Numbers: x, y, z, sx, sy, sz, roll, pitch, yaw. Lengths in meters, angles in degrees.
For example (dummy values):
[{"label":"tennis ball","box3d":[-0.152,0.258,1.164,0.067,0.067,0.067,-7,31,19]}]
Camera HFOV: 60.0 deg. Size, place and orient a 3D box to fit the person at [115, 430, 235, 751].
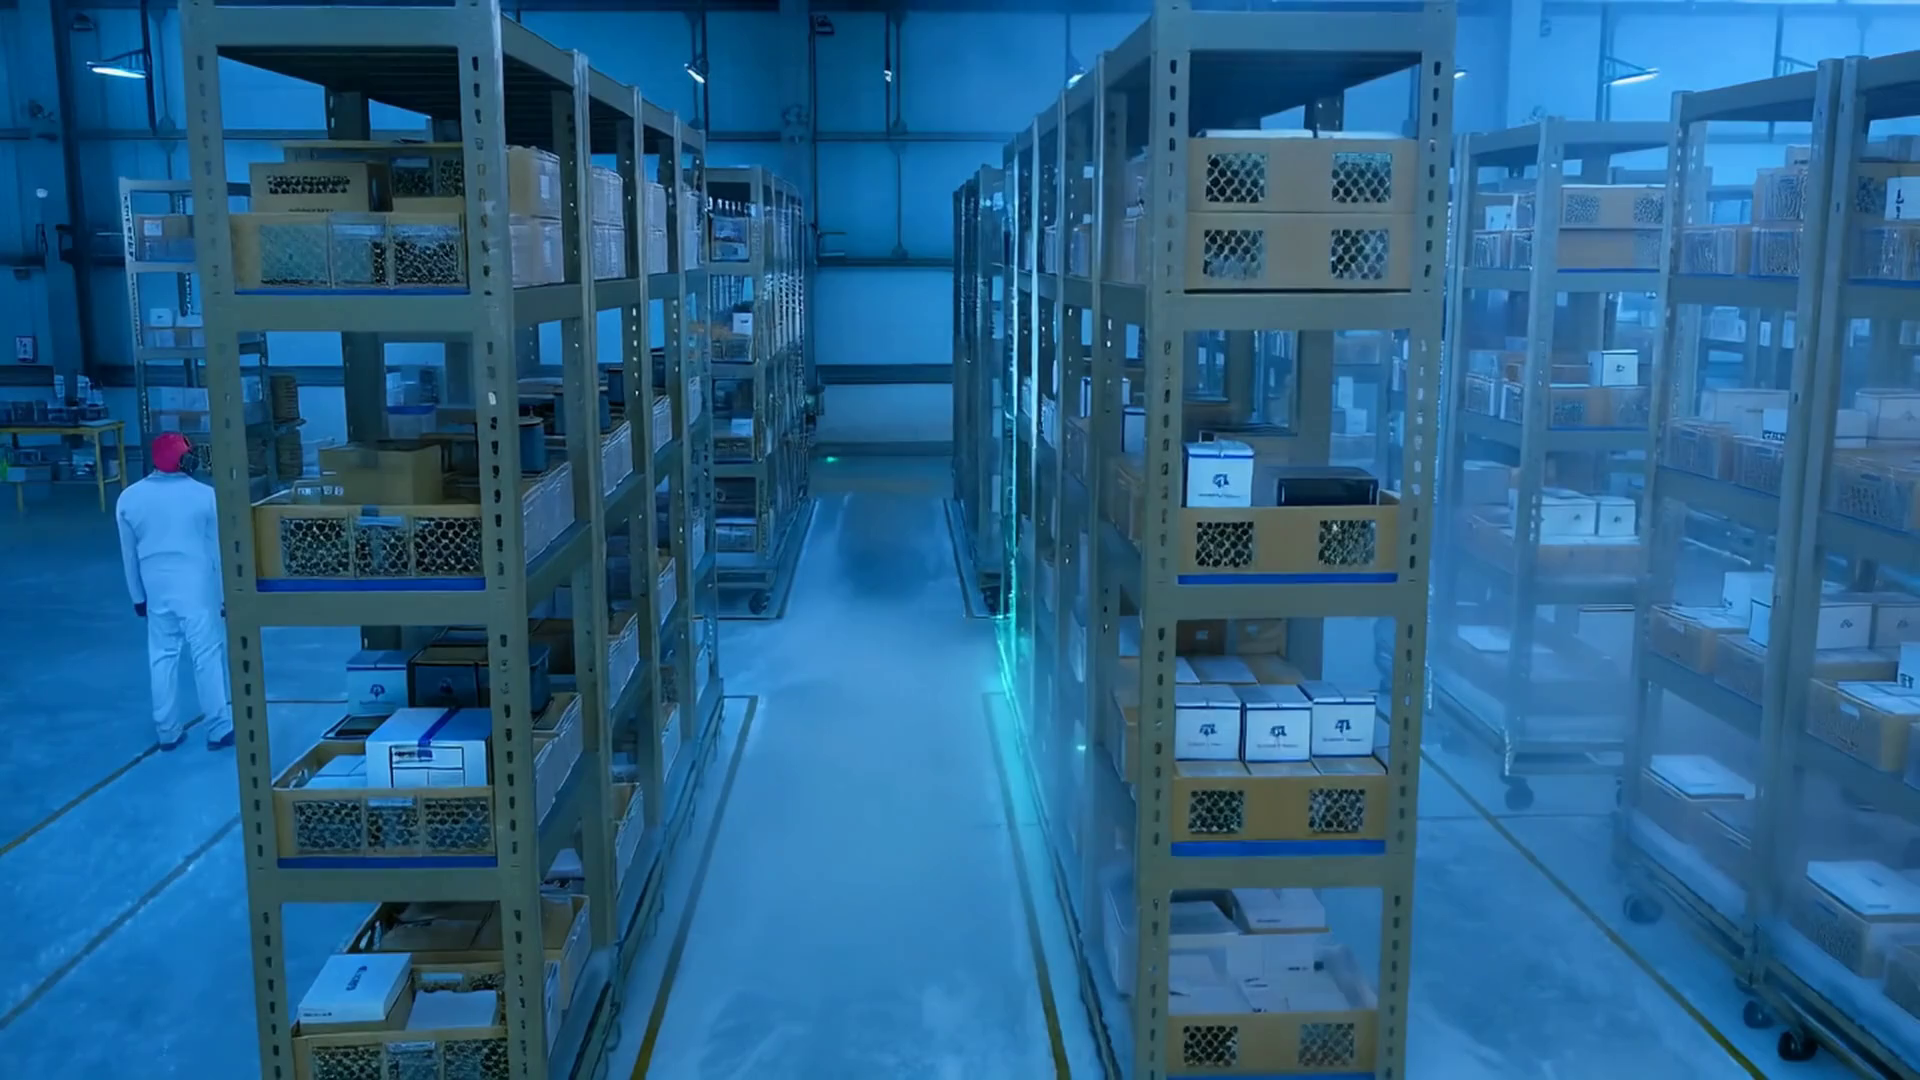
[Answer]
[{"label":"person","box3d":[-4.579,0.305,9.824,0.639,1.909,0.406,0,10,3]}]
